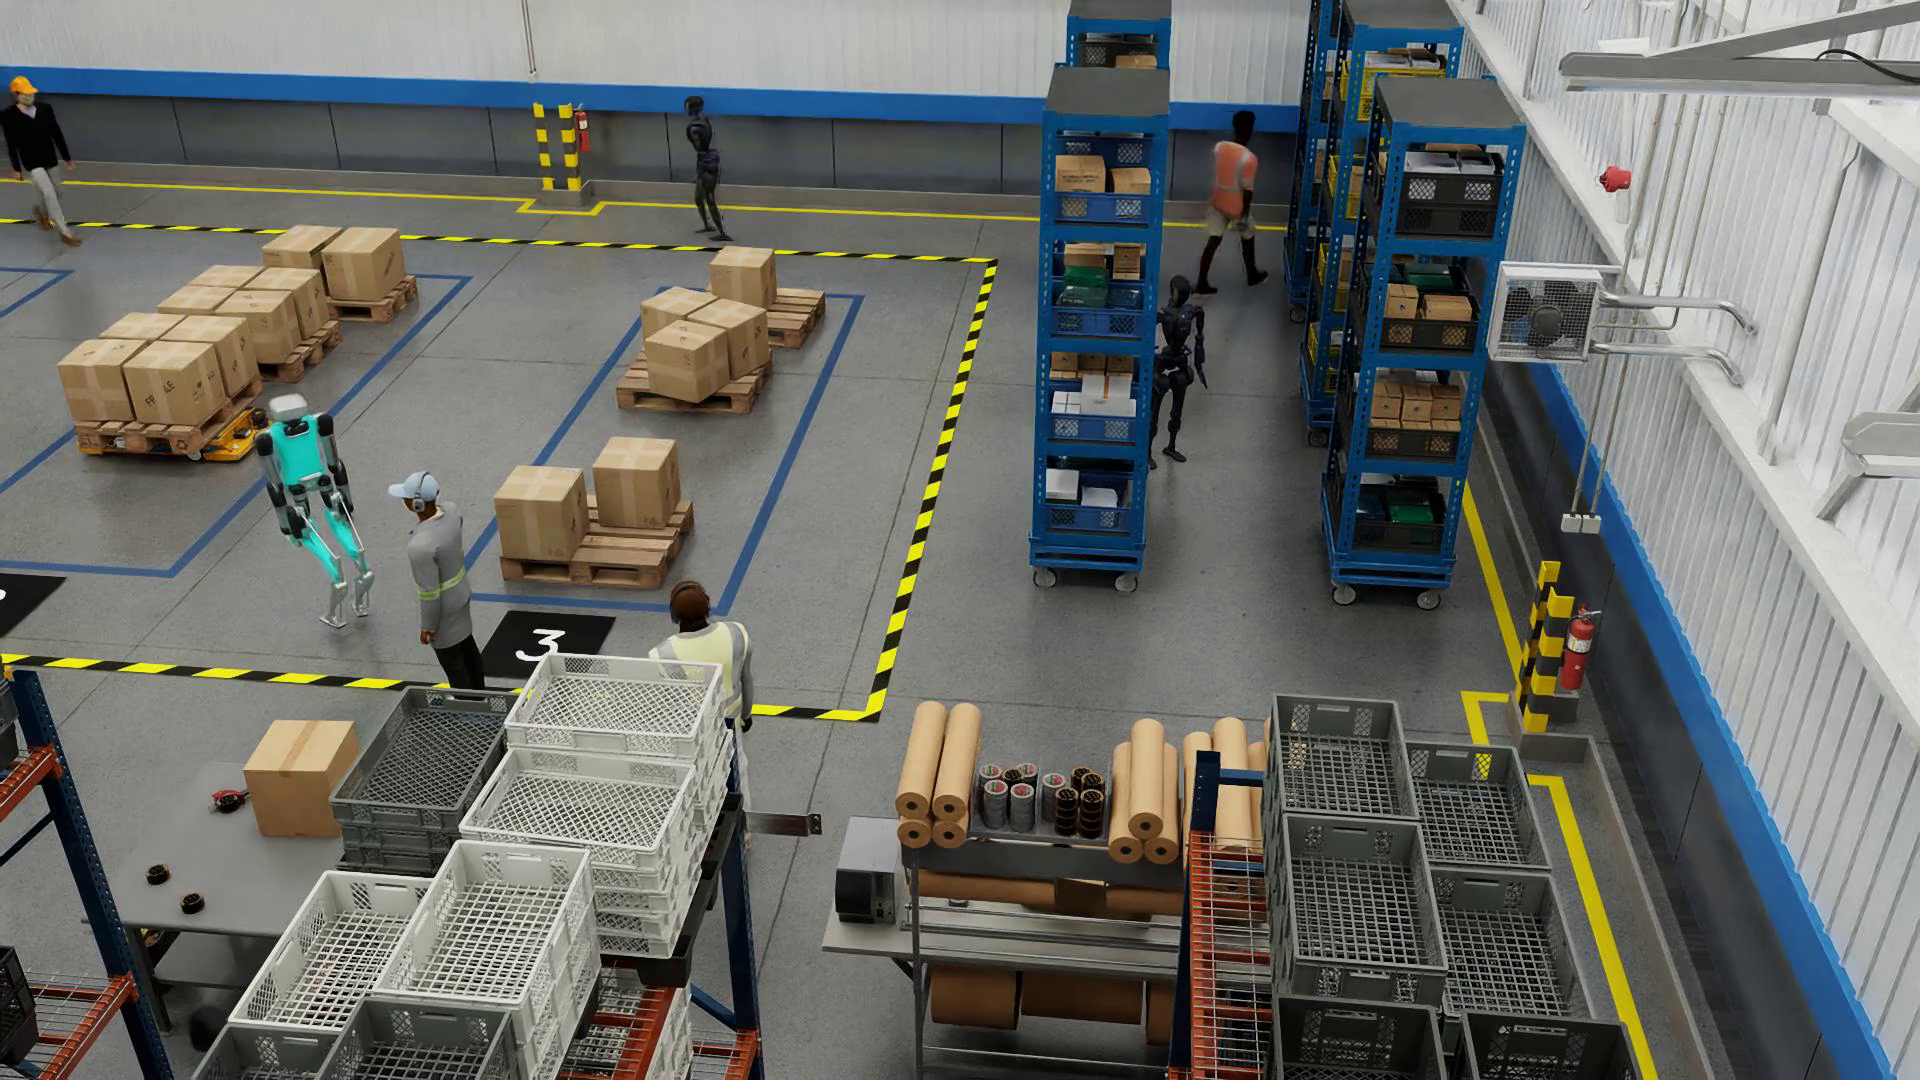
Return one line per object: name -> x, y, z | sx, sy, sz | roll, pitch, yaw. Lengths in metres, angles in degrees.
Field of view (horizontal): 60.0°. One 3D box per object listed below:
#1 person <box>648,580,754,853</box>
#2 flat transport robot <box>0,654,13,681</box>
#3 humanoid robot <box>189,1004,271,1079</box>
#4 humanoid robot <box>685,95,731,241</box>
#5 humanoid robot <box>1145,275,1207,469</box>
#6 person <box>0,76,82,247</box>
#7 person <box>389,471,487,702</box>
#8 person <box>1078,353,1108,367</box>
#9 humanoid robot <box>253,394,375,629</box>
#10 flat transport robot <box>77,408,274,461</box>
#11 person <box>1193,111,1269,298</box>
person -> -1.444, 1.040, 9.325 | 0.630, 1.840, 0.429 | -19, 35, -29
flat transport robot -> -7.142, 0.969, 11.010 | 1.431, 0.231, 0.659 | 3, 30, 6
humanoid robot -> -2.886, 2.571, 6.866 | 0.421, 1.636, 0.590 | 15, 33, 24
humanoid robot -> -2.819, -4.073, 18.279 | 0.536, 1.645, 0.609 | 0, 30, 0
humanoid robot -> 1.740, -1.381, 13.645 | 0.605, 1.658, 0.308 | -13, 32, -20
person -> -10.163, -4.197, 18.313 | 0.839, 1.853, 0.591 | 18, 35, 28
person -> -3.252, 0.390, 10.429 | 0.365, 1.852, 0.589 | 2, 30, 4
person -> 1.095, -1.130, 12.971 | 0.354, 1.932, 0.629 | -10, 32, -17
humanoid robot -> -4.310, -0.137, 11.316 | 0.533, 1.677, 0.735 | -25, 38, -36
flat transport robot -> -6.728, -0.944, 14.268 | 1.431, 0.197, 0.652 | 3, 30, 6
person -> 2.795, -3.420, 16.920 | 0.989, 1.918, 0.609 | -23, 37, -34
